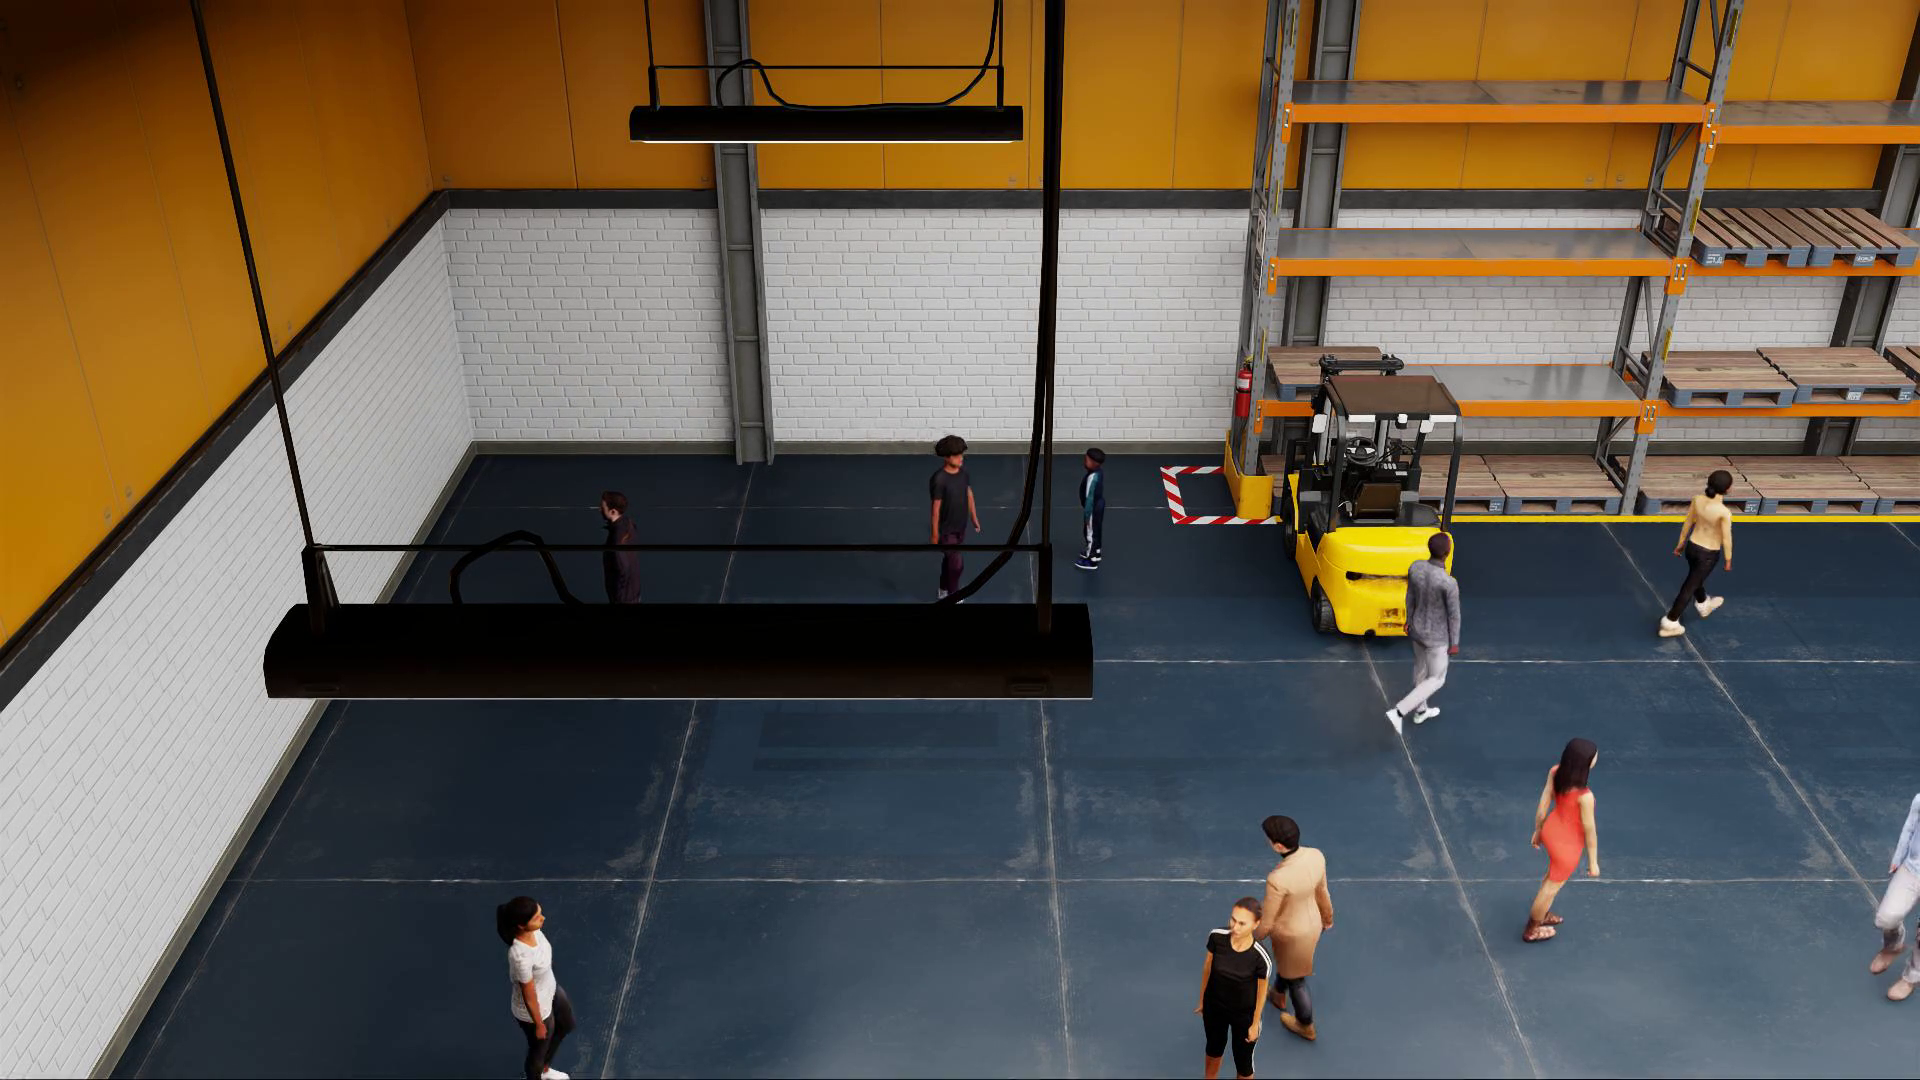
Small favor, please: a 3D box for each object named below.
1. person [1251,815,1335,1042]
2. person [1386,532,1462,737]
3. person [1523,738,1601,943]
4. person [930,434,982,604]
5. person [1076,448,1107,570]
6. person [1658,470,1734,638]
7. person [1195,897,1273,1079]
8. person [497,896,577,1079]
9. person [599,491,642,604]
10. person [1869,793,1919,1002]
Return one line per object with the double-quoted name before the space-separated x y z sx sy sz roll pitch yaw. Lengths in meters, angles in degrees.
"person" 2.197 2.525 10.600 0.950 1.688 1.008 -21 35 -33
"person" 3.801 0.794 13.632 1.086 1.823 0.964 -16 33 -27
"person" 4.051 2.093 11.374 0.670 1.704 0.665 -7 29 -12
"person" -0.141 -0.189 15.496 0.882 1.764 0.814 19 34 30
"person" 1.307 -0.329 16.284 0.549 1.255 0.550 9 30 16
"person" 6.637 0.154 15.022 1.165 1.616 0.897 -12 31 -21
"person" 1.654 2.828 10.066 0.658 1.667 0.735 21 35 33
"person" -2.669 2.816 10.123 0.600 1.635 0.623 -3 29 -6
"person" -2.875 0.435 14.195 0.601 1.915 0.696 -2 29 -4
"person" 6.444 2.212 10.979 0.901 1.876 0.848 -22 36 -35
